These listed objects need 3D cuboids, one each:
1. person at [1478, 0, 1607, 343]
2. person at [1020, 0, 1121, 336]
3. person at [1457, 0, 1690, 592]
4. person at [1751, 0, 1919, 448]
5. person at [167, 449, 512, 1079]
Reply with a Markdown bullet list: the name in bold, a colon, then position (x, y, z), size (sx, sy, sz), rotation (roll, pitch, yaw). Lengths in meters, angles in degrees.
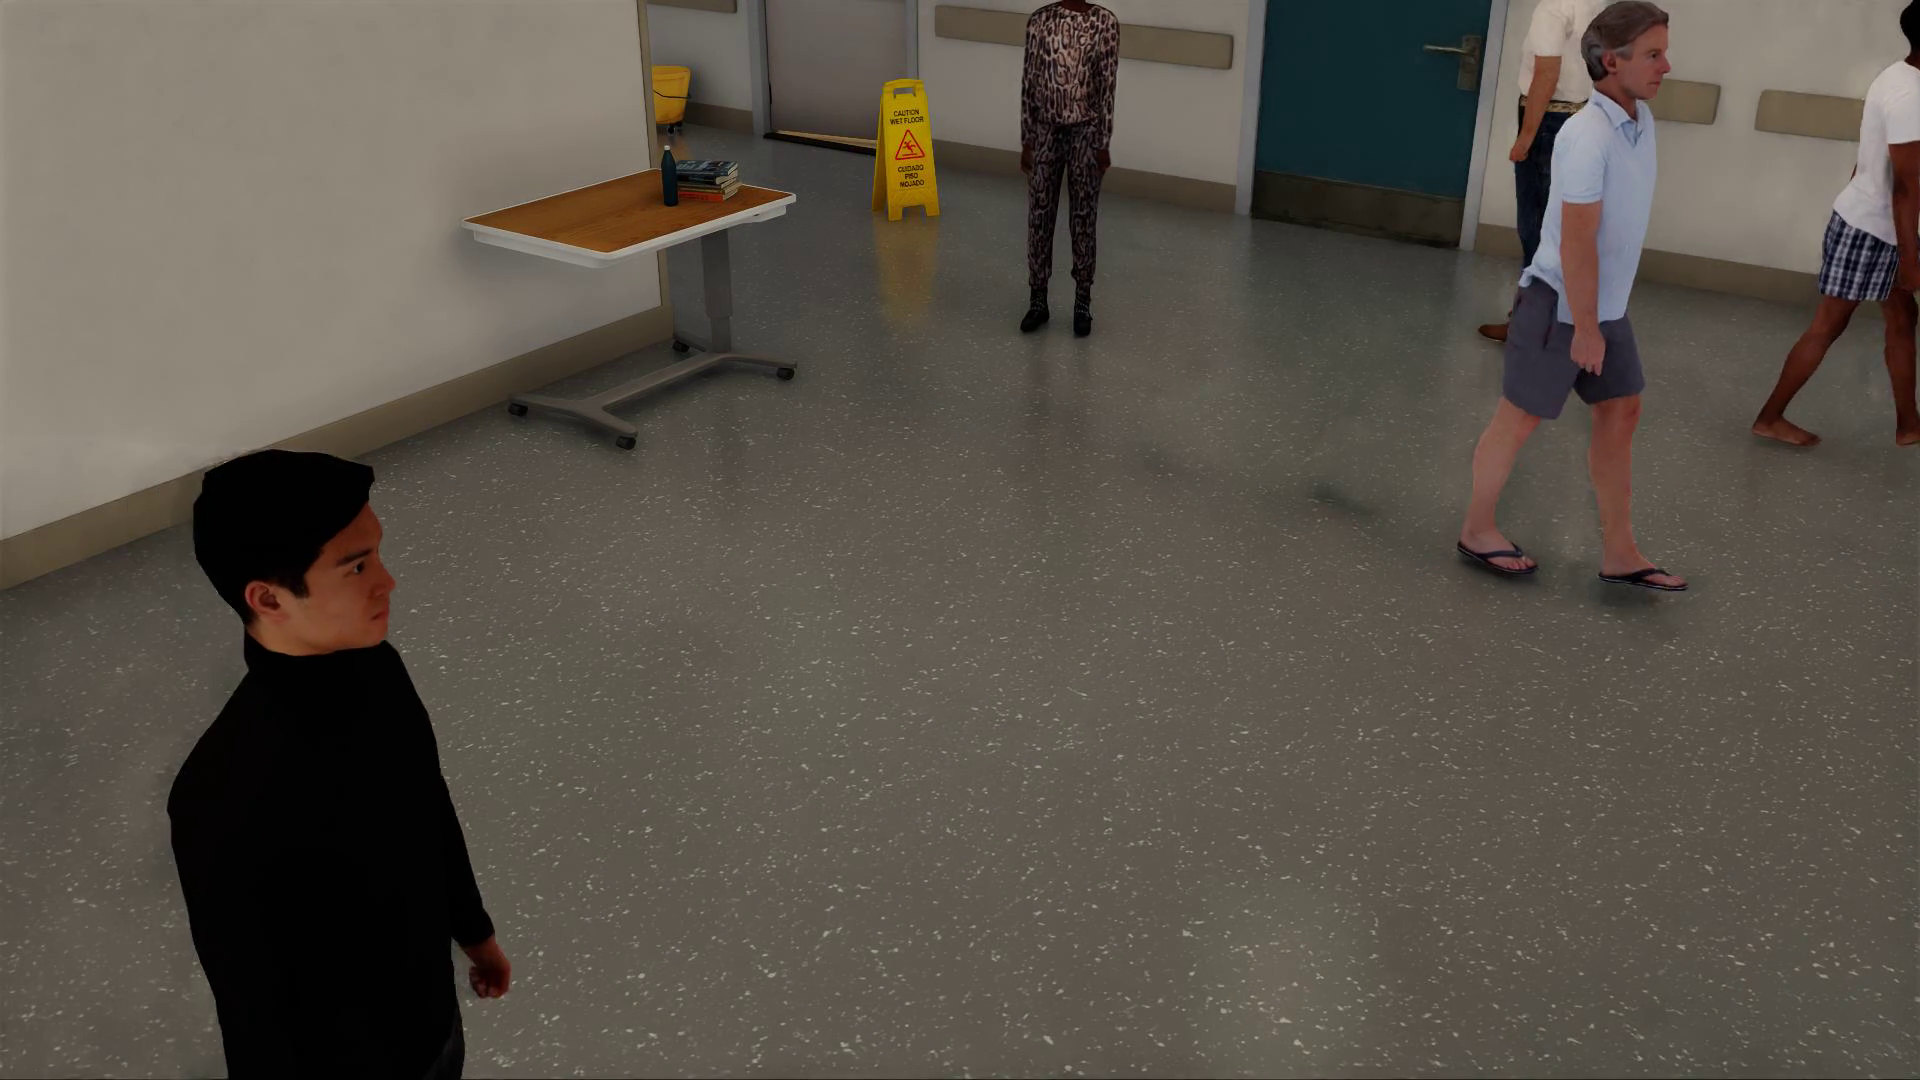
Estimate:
- **person**: position (2.609, -1.780, 7.280), size (0.605, 1.853, 0.697), rotation (23, 34, 38)
- **person**: position (0.481, -1.776, 7.432), size (0.616, 1.713, 0.718), rotation (6, 26, 12)
- **person**: position (1.808, -0.721, 5.141), size (1.006, 1.803, 0.770), rotation (23, 34, 40)
- **person**: position (3.260, -1.129, 6.101), size (1.004, 1.703, 0.736), rotation (13, 29, 25)
- **person**: position (-0.896, 0.676, 2.348), size (0.887, 1.712, 0.834), rotation (1, 26, 2)
